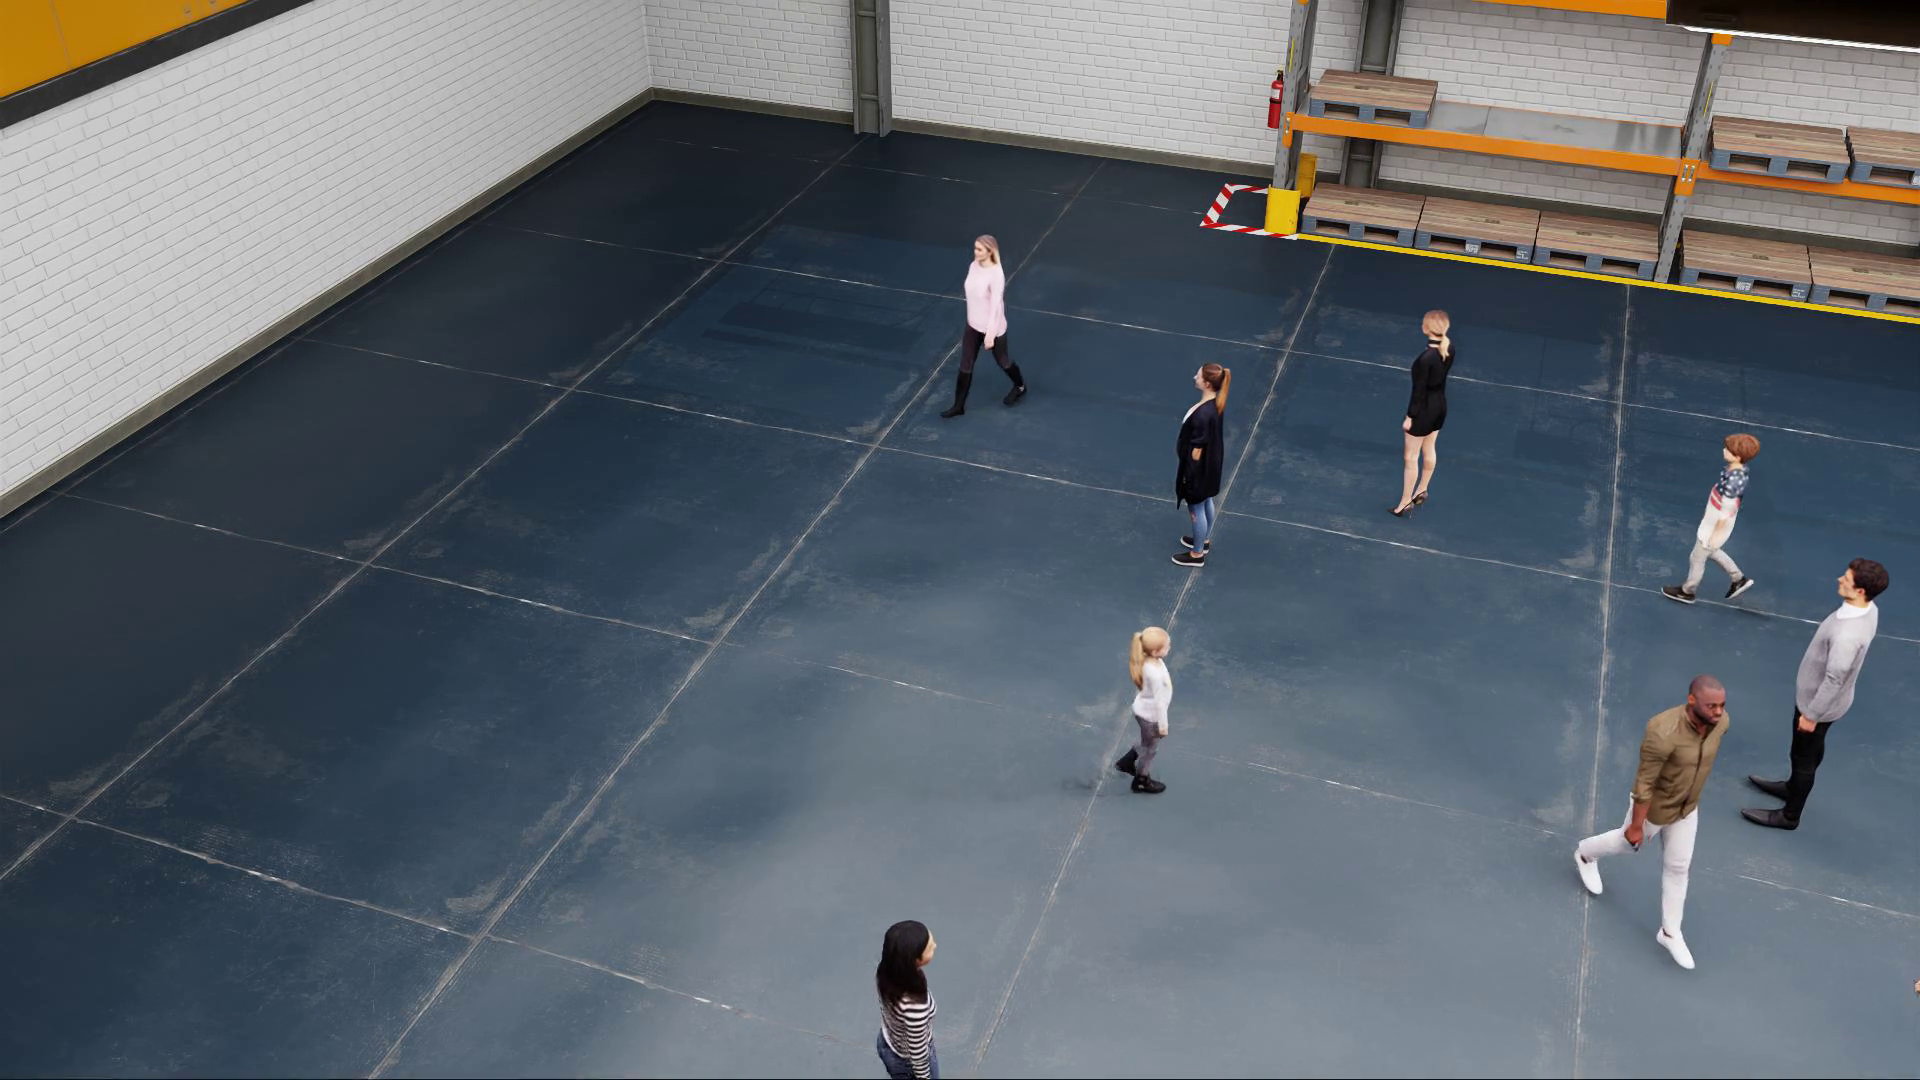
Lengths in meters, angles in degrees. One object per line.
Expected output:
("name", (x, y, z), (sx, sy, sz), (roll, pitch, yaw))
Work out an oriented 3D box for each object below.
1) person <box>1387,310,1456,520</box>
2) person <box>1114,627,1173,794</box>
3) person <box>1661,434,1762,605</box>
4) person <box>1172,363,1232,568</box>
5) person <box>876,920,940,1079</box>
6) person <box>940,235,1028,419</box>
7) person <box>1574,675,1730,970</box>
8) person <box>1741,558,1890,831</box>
("person", (3.617, -0.985, 12.969), (0.641, 1.769, 0.647), (-27, 42, -34))
("person", (1.121, 1.071, 10.327), (0.637, 1.270, 0.580), (-2, 34, -3))
("person", (5.525, -0.120, 11.977), (0.841, 1.426, 0.608), (17, 37, 24))
("person", (1.818, -0.568, 12.419), (0.568, 1.684, 0.638), (14, 36, 20))
("person", (-0.331, 2.460, 7.779), (0.948, 1.777, 0.895), (-15, 37, -22))
("person", (0.312, -1.854, 14.392), (1.060, 1.641, 1.158), (-24, 40, -31))
("person", (3.878, 1.433, 9.313), (1.233, 1.790, 1.255), (-11, 35, -17))
("person", (5.183, 0.926, 9.955), (0.726, 1.923, 0.797), (20, 39, 27))
